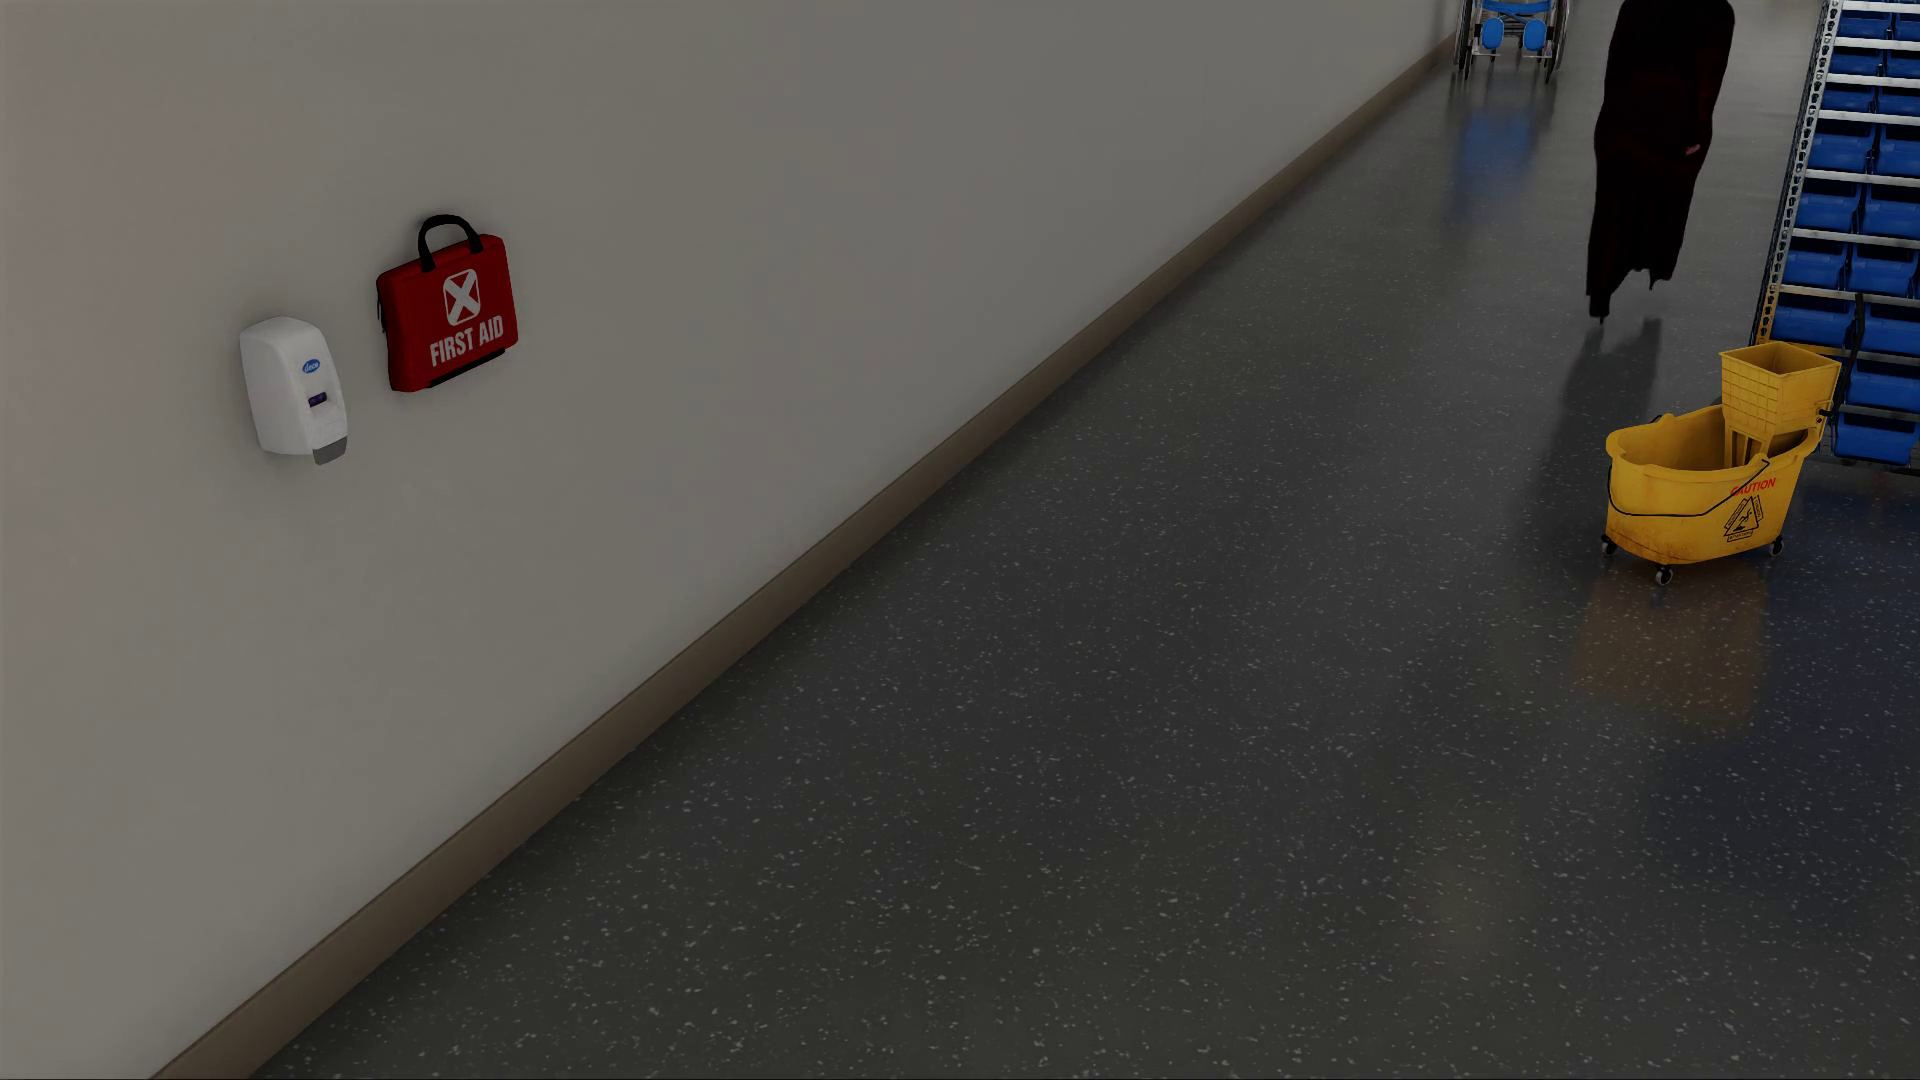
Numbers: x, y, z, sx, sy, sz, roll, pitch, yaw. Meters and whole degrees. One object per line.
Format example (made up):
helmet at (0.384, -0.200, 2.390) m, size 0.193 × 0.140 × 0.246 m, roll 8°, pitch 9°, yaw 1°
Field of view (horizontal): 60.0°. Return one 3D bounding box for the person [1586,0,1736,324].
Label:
person at (3.059, -1.793, 7.407) m, size 1.003 × 1.712 × 0.800 m, roll 14°, pitch 29°, yaw 27°
